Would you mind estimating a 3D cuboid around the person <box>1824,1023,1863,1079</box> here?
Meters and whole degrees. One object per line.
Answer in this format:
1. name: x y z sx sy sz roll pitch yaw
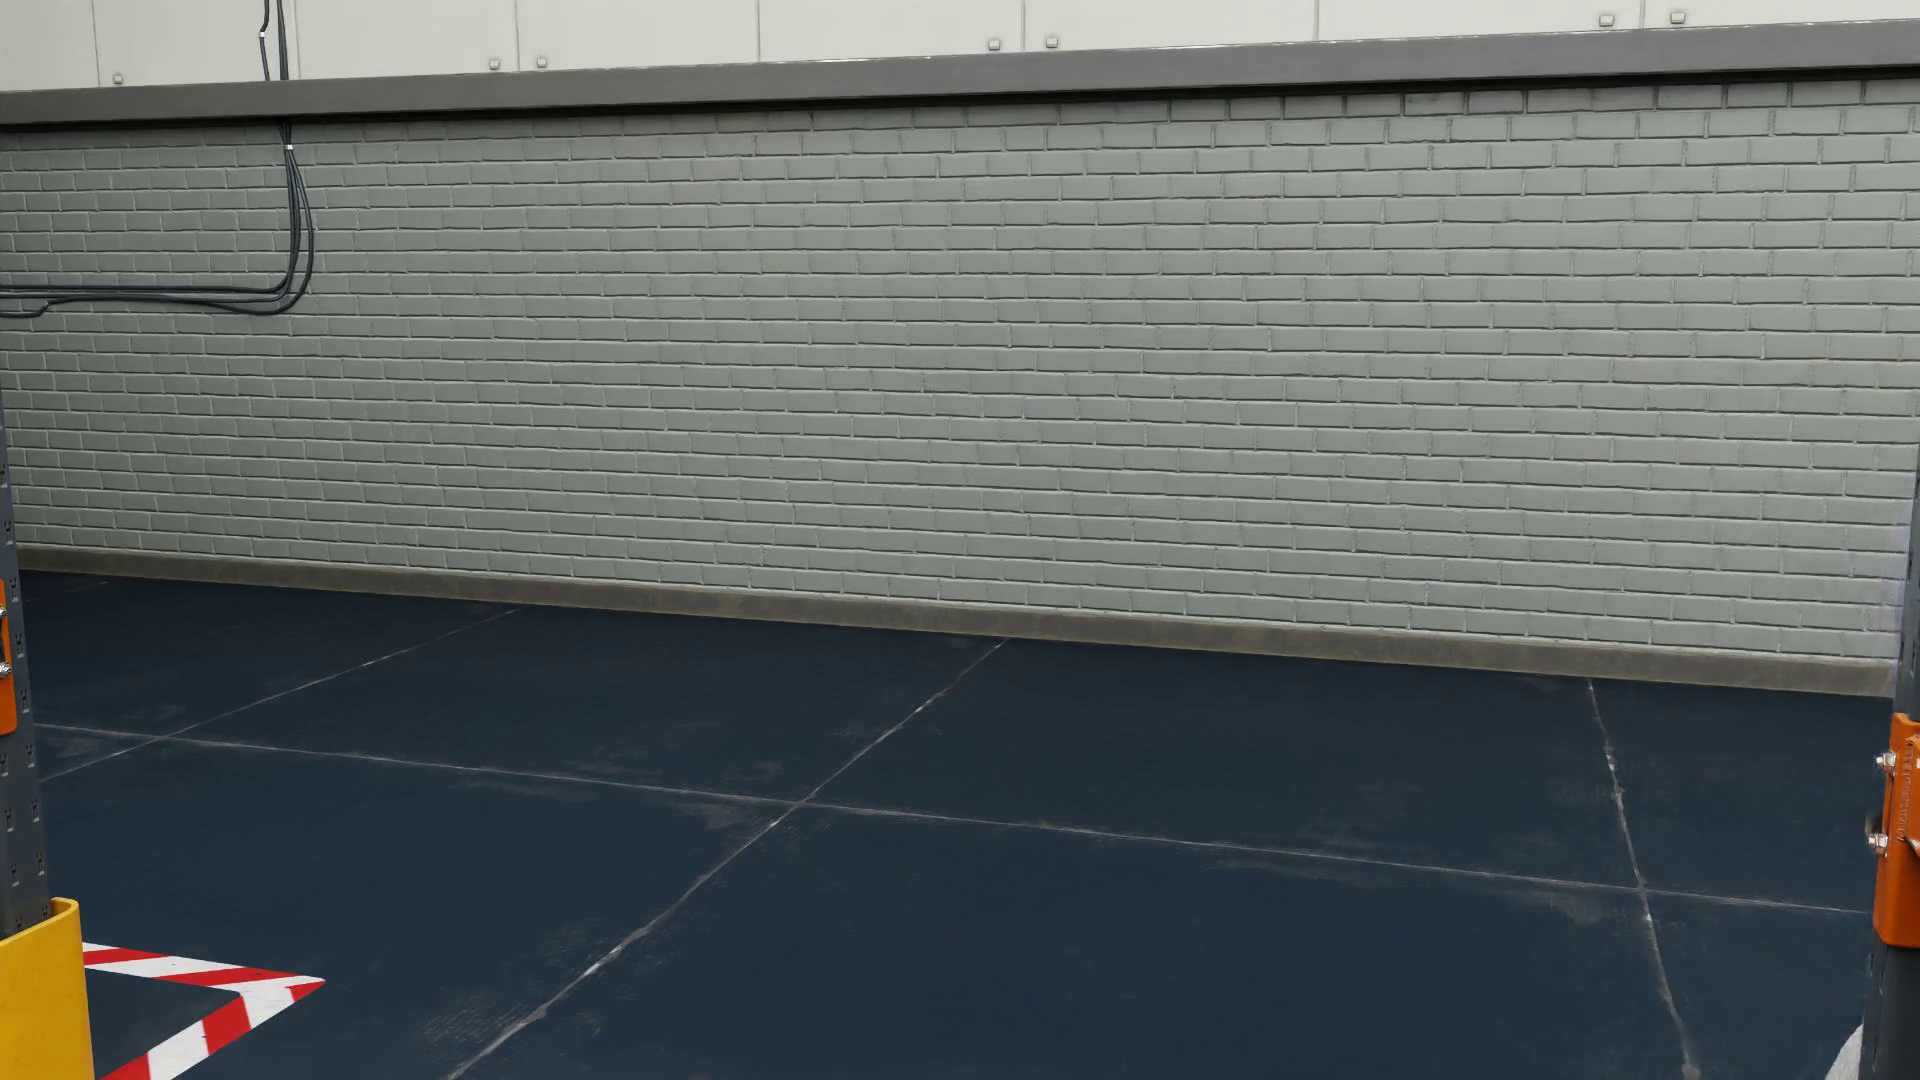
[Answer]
1. person: 2.213 0.582 3.356 1.041 1.881 0.652 2 10 13
